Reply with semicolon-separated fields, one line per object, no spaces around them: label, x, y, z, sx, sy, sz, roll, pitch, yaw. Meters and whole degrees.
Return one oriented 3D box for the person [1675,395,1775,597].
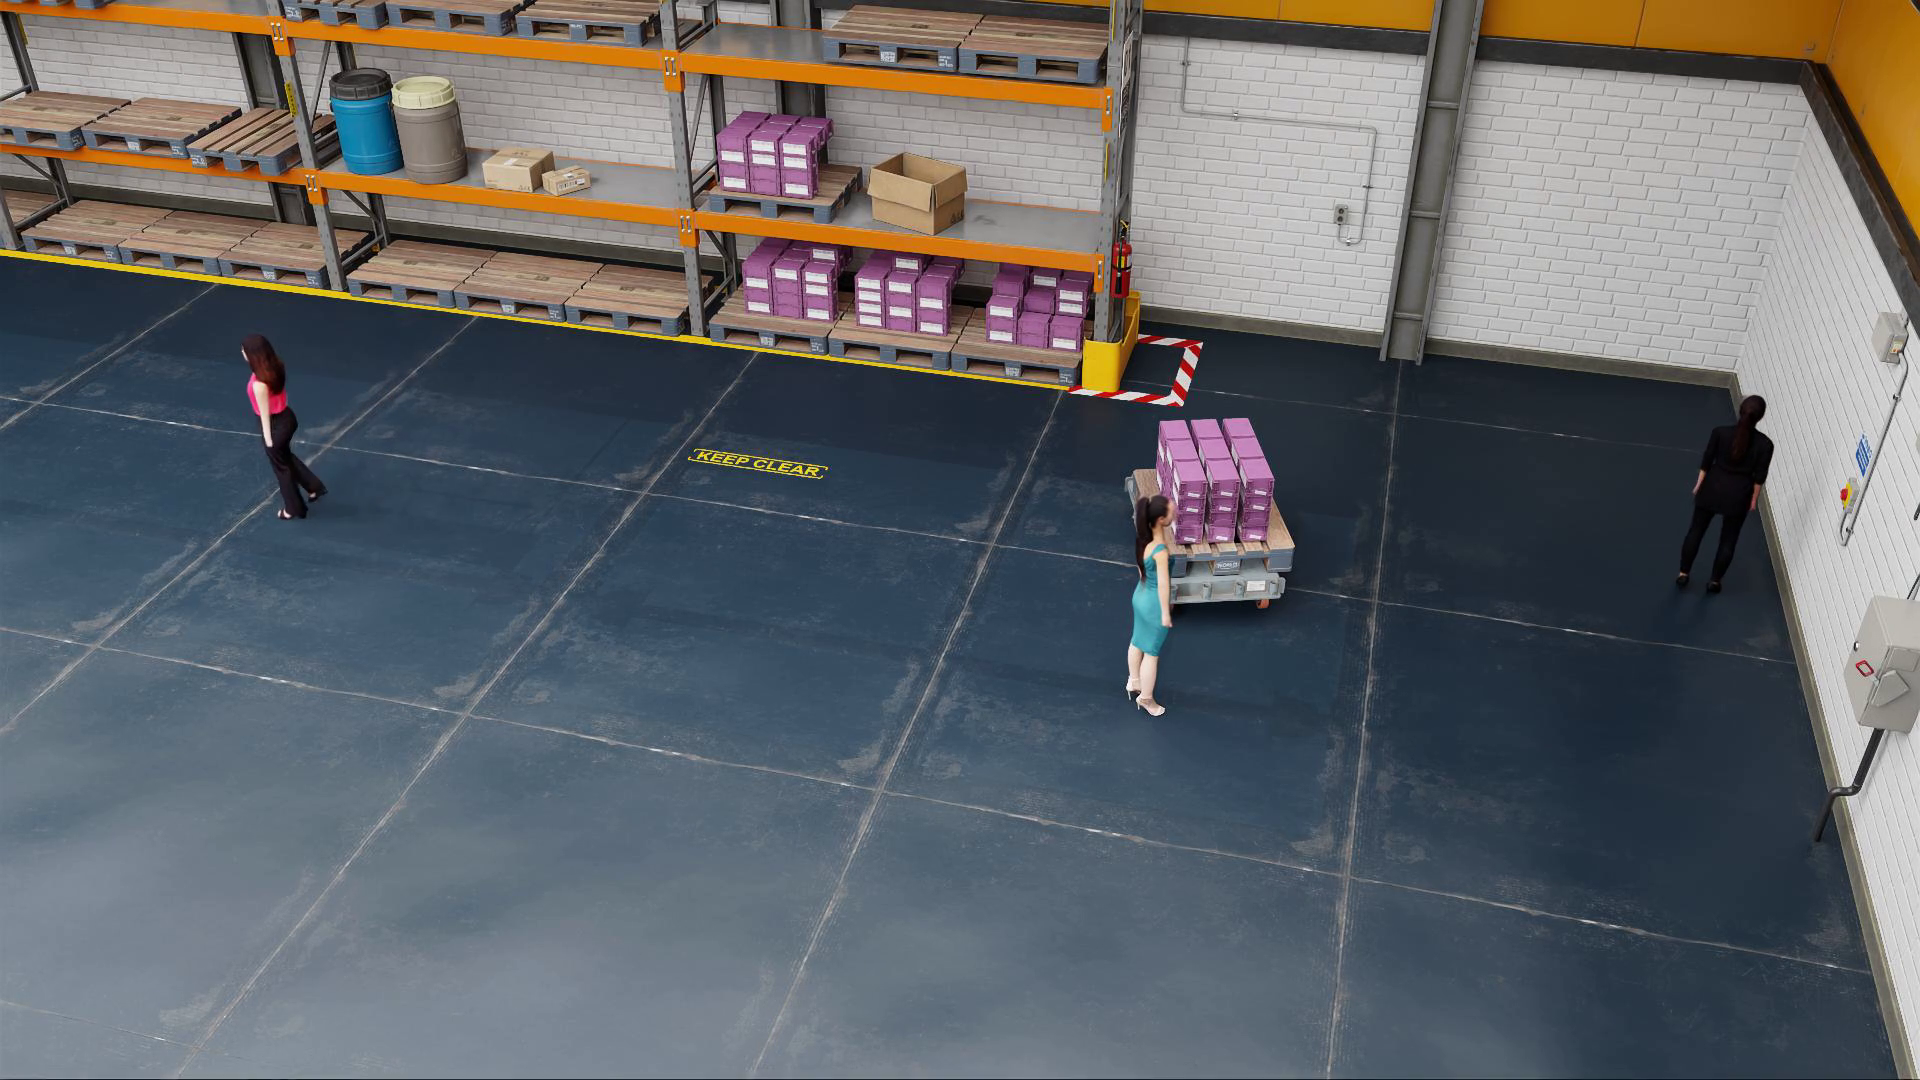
person;5.639;-0.319;12.300;0.577;1.659;0.729;19;38;27

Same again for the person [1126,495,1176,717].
person;1.284;0.430;11.143;0.632;1.691;0.622;-9;35;-13

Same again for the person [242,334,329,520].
person;-5.326;-0.886;13.159;0.740;1.652;0.678;0;34;0
